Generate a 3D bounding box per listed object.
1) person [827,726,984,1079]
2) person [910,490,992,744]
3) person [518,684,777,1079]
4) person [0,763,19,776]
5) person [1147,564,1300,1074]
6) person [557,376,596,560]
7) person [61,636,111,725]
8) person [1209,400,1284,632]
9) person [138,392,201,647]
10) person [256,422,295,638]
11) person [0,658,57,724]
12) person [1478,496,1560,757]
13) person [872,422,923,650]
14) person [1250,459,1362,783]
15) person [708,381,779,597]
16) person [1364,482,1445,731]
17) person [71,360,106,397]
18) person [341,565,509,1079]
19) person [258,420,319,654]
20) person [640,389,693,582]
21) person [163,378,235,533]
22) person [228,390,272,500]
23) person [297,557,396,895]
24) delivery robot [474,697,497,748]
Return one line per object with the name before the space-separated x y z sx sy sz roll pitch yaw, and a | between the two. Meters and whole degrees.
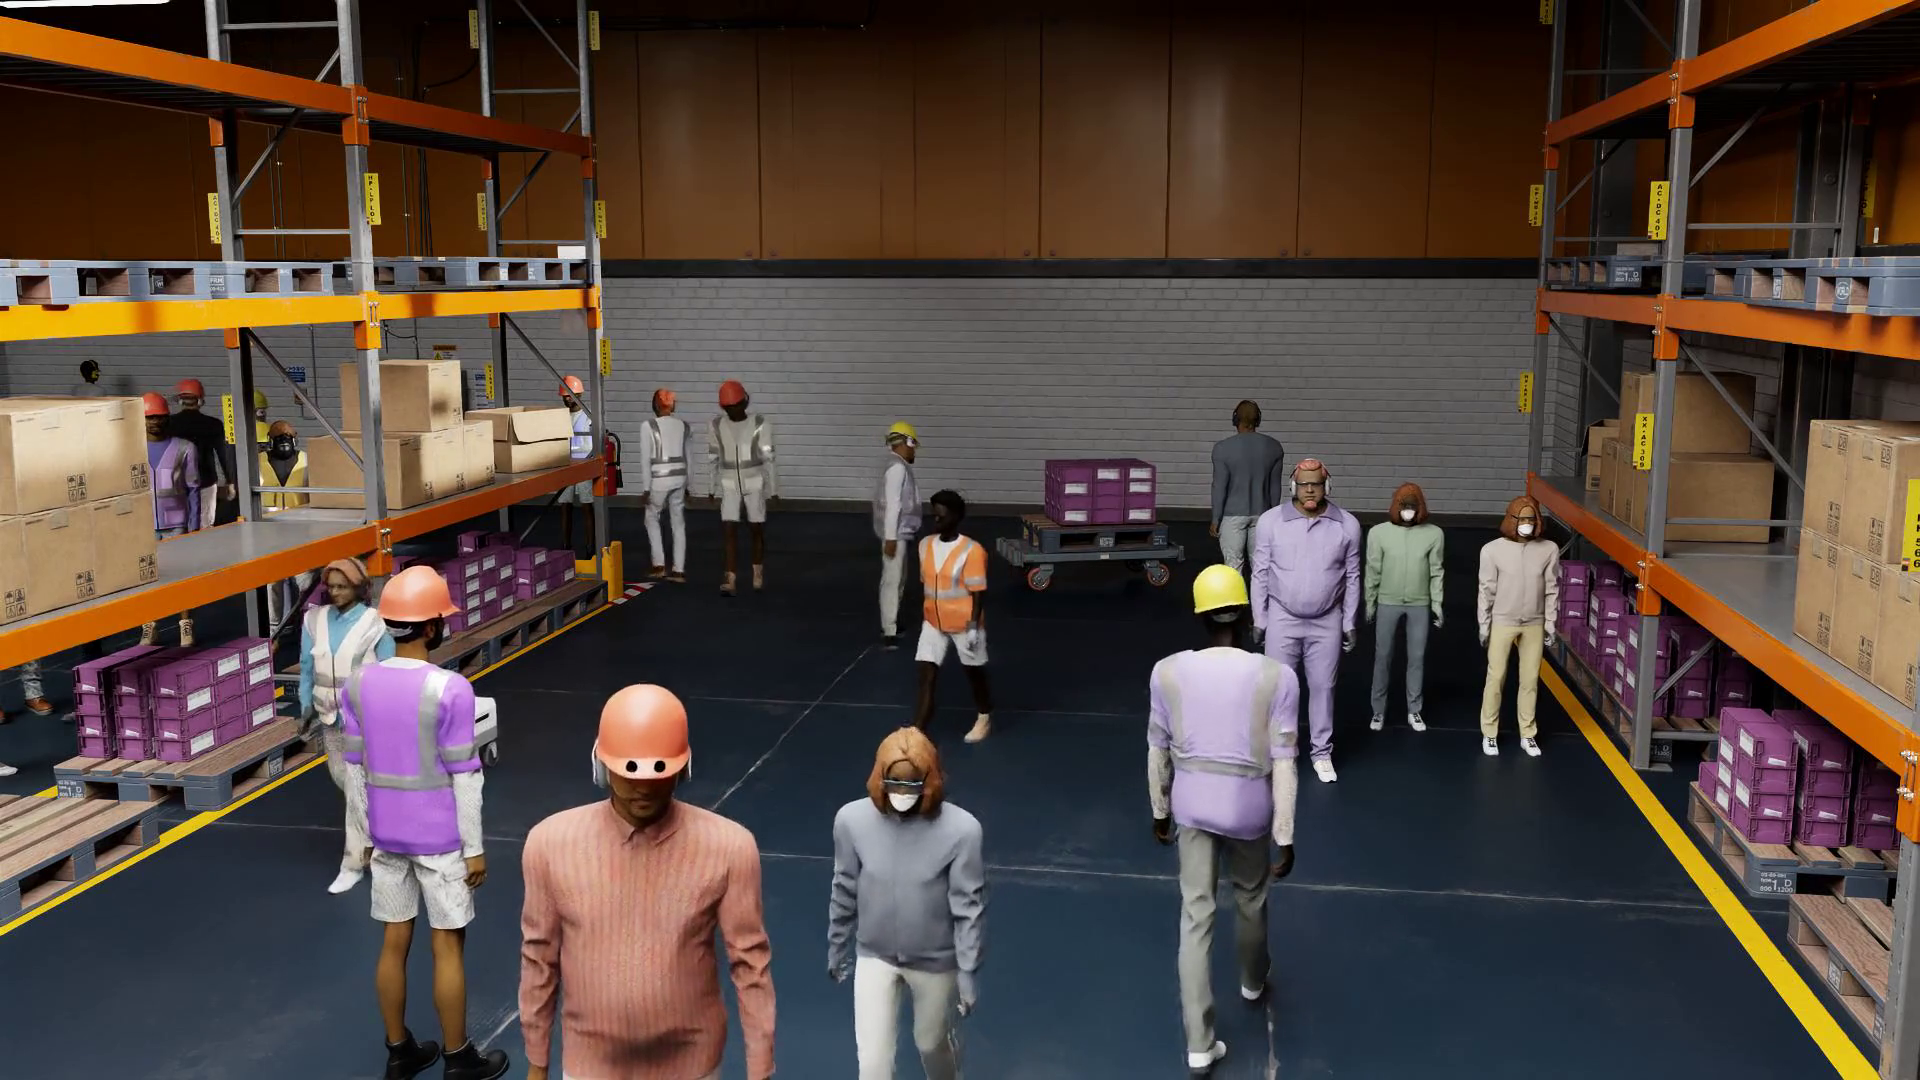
person | -0.171 1.339 5.378 0.527 1.590 0.834 2 9 10
person | -0.070 0.509 10.308 0.544 1.647 0.861 7 11 35
person | -0.779 1.341 4.147 0.653 1.977 0.623 -1 9 -8
person | -5.769 0.489 9.615 0.393 1.919 0.589 1 9 9
person | 1.020 1.028 6.442 0.595 1.863 1.017 3 10 19
person | -3.902 -0.698 16.871 0.548 1.936 0.378 1 9 5
person | -5.849 0.392 10.967 0.539 1.653 0.853 1 9 6
person | 2.347 -0.188 13.720 0.630 1.940 0.370 -3 10 -17
person | -6.294 -0.140 13.094 0.608 2.048 0.366 -3 10 -18
person | -5.620 -0.076 13.559 0.315 1.770 0.524 -3 10 -18
person | -6.330 0.243 11.062 0.359 1.938 0.632 7 12 38
person | 3.430 0.532 10.248 0.493 1.625 0.283 0 9 -3
person | -0.497 -0.036 13.304 0.406 1.787 0.720 0 9 -2
person | 2.020 0.475 9.735 0.639 1.908 0.409 1 9 6
person | -2.008 -0.469 15.335 0.703 1.973 1.025 1 9 4
person | 2.886 0.436 10.817 0.530 1.633 0.279 1 9 5
person | -10.935 -1.338 21.020 0.520 1.874 0.327 2 9 11
person | -1.952 1.055 6.059 0.547 1.938 0.377 3 10 21
person | -5.276 -0.025 13.054 0.632 1.838 0.429 -3 10 -19
person | -2.856 -0.530 16.071 0.617 1.861 0.615 -8 12 -39
person | -7.257 -0.554 15.860 0.646 1.969 0.608 -1 9 -5
person | -6.884 -0.558 16.329 0.598 1.830 0.403 4 10 23
person | -2.972 0.860 8.257 0.511 1.612 0.752 3 10 16
delivery robot | -3.017 1.098 9.755 0.477 0.478 0.707 2 9 12
